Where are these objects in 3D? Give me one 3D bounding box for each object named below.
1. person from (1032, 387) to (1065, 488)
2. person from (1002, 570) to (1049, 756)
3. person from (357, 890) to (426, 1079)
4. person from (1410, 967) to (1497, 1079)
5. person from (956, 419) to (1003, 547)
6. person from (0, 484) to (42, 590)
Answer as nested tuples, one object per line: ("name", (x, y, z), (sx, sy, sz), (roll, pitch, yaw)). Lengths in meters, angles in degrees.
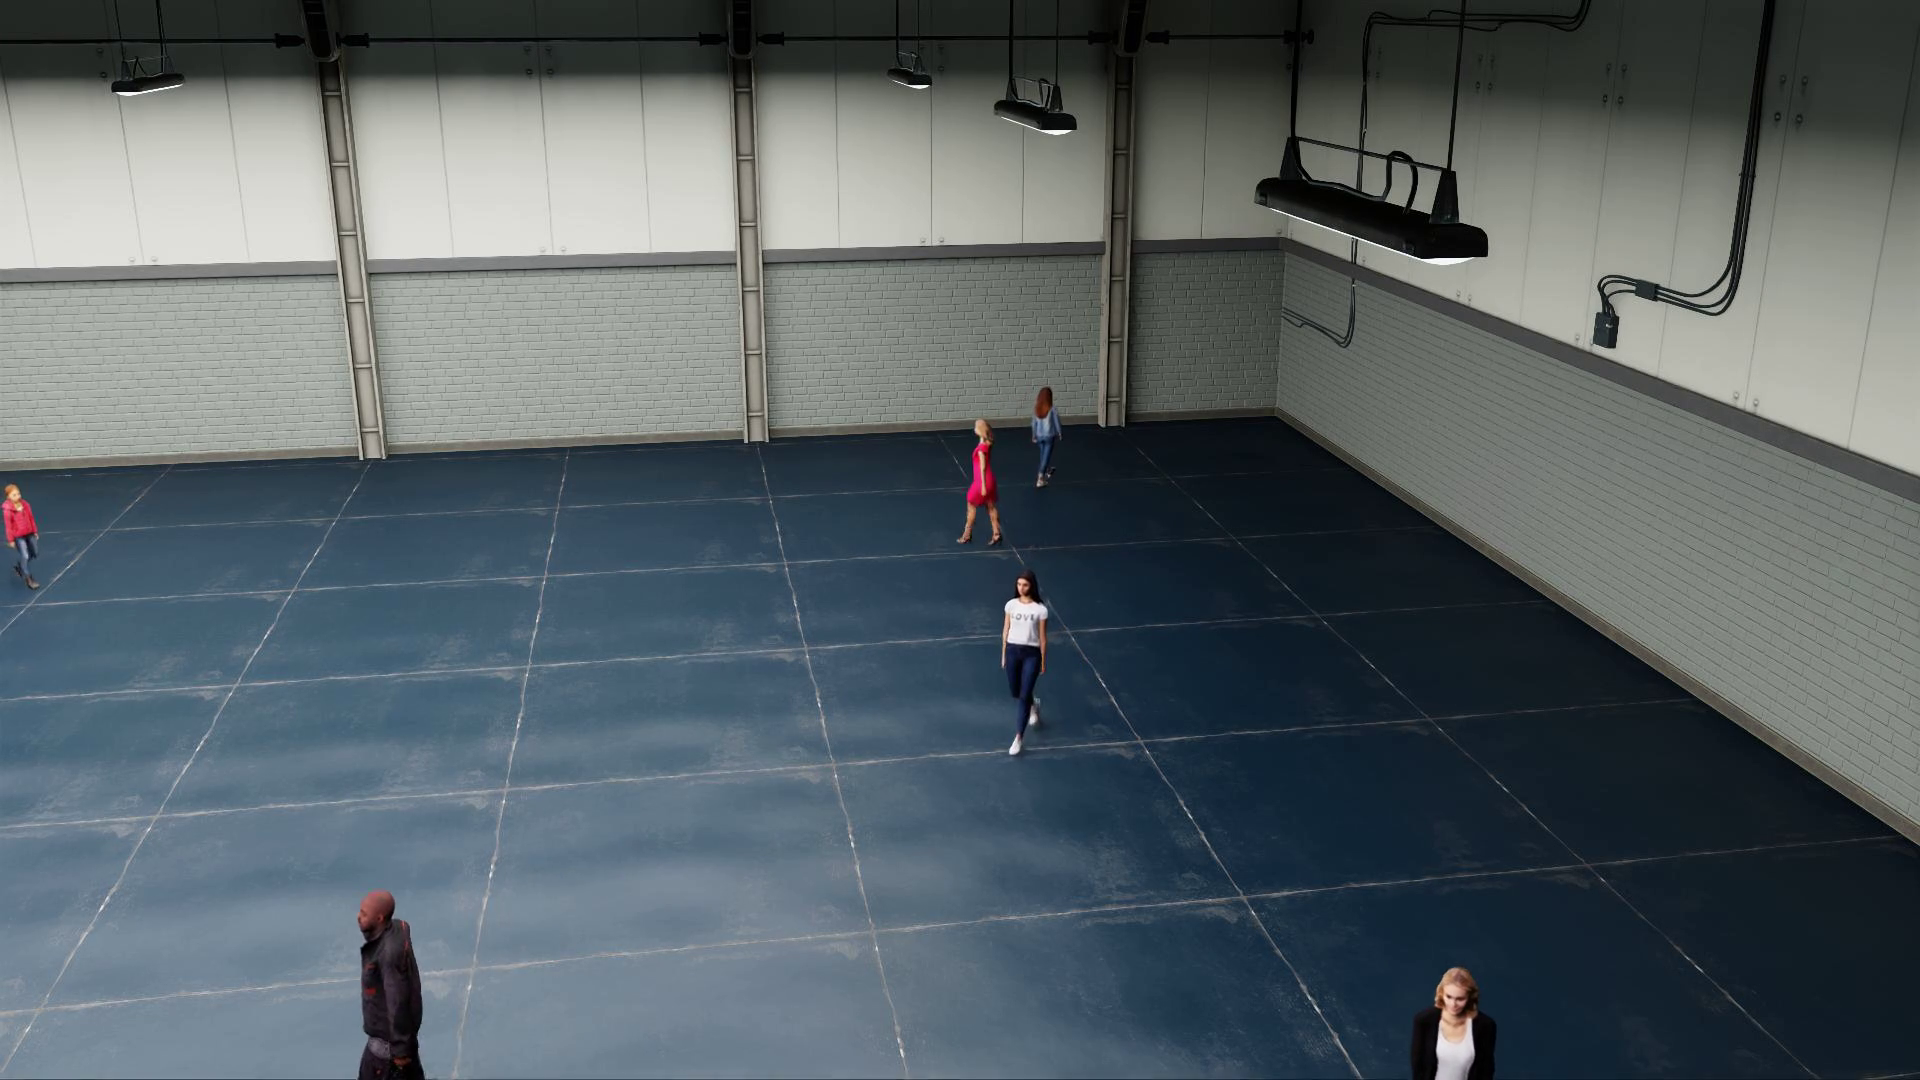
("person", (1.229, -1.496, 24.444), (0.926, 1.453, 0.982), (12, 21, 32))
("person", (0.640, 1.126, 15.915), (1.080, 1.749, 1.029), (7, 19, 22))
("person", (-3.372, 2.951, 10.207), (0.743, 1.813, 0.780), (-7, 19, -20))
("person", (2.806, 3.185, 9.561), (1.079, 1.767, 1.002), (5, 19, 16))
("person", (0.405, -0.729, 21.679), (0.926, 1.707, 0.786), (5, 19, 16))
("person", (-11.455, -0.054, 20.253), (0.811, 1.307, 0.722), (8, 20, 24))
